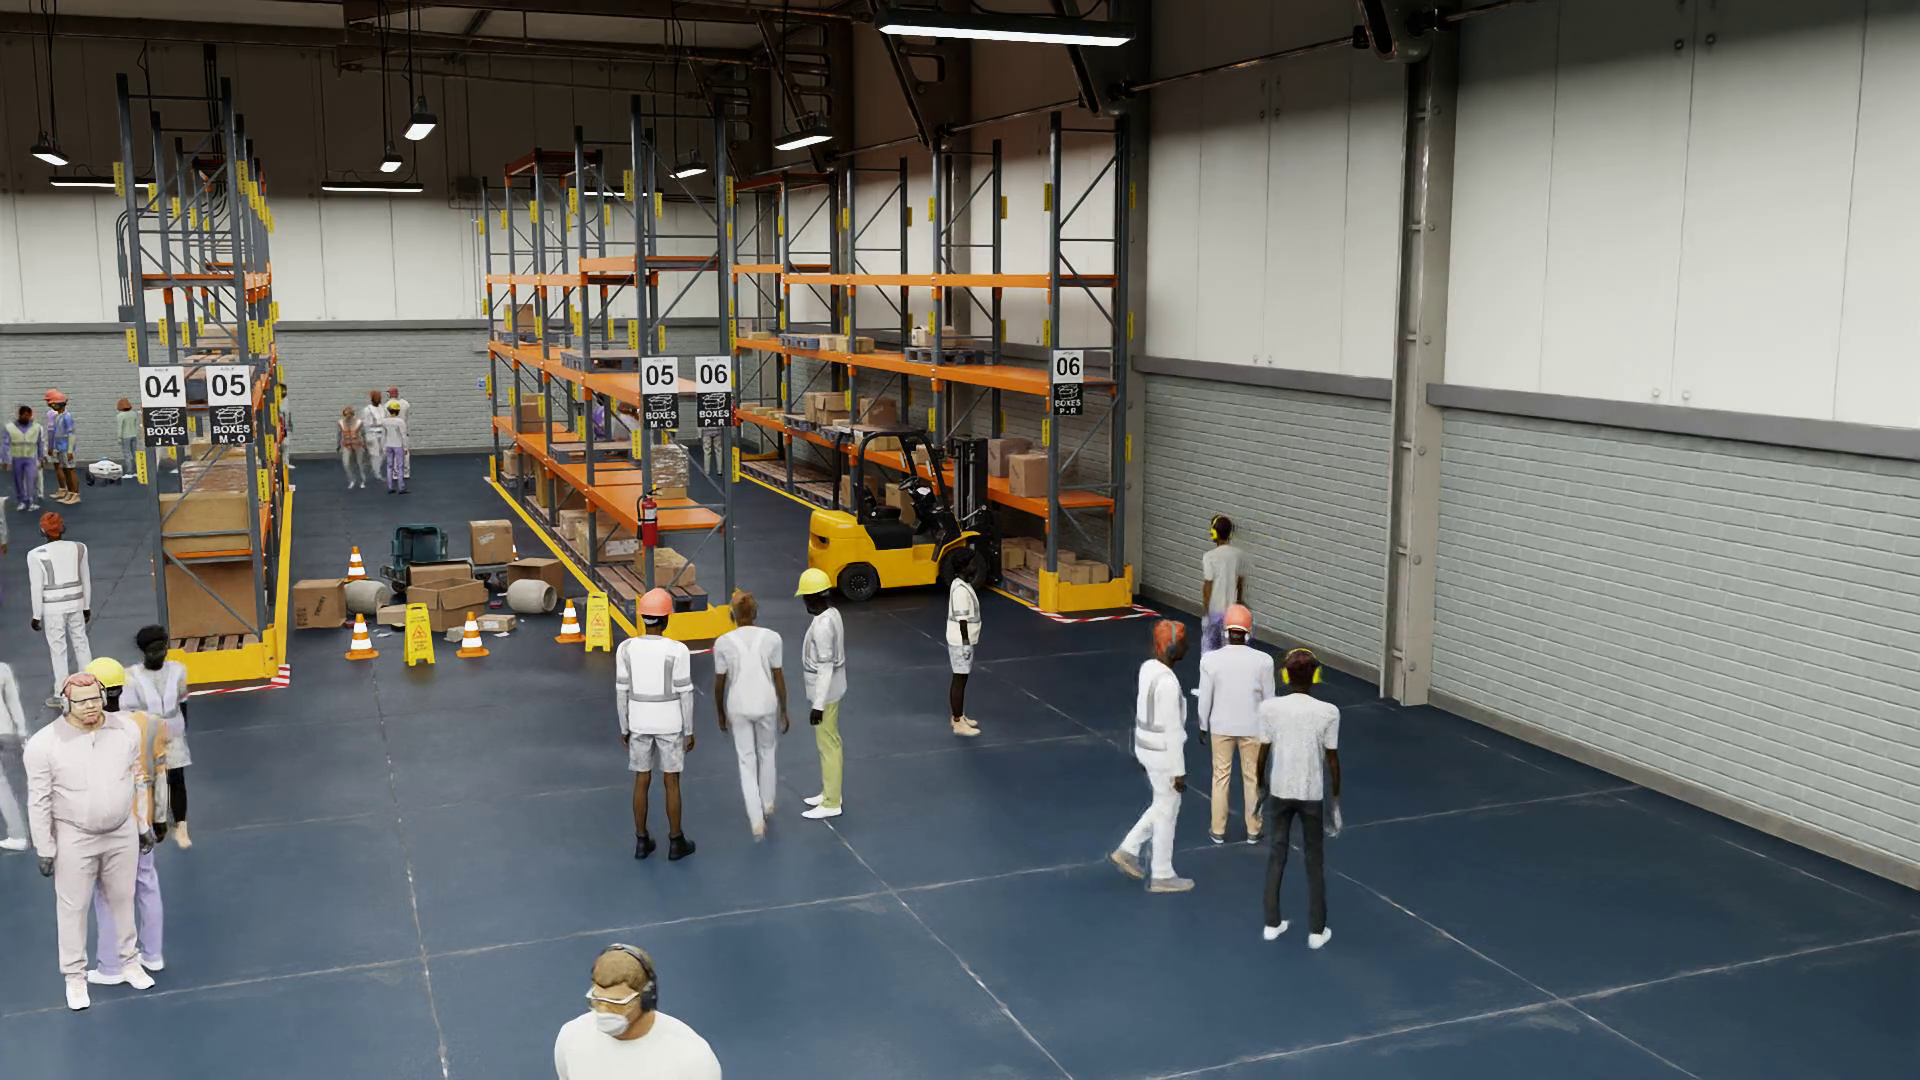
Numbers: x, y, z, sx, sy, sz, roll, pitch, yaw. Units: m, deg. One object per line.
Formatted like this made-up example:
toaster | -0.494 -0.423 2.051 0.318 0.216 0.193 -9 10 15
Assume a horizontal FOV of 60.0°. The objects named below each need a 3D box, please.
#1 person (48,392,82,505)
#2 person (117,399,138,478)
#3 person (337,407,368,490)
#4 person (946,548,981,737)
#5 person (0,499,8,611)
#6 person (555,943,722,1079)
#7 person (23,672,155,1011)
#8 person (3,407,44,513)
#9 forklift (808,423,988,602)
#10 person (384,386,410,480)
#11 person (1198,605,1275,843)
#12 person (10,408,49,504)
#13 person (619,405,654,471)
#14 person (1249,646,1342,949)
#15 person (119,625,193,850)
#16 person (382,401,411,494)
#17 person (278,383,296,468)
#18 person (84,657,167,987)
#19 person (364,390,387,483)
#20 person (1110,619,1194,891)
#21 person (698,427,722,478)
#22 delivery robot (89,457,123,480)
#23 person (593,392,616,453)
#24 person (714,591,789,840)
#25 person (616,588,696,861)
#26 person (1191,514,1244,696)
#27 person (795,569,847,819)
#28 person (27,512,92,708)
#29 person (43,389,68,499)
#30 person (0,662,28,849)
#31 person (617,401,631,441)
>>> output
person | -16.162 -1.644 29.985 0.394 2.041 0.612 -9 13 -44
person | -17.005 -2.070 33.981 0.287 1.628 0.513 3 9 18
person | -11.749 -1.774 32.141 0.628 1.606 0.650 -1 9 -5
person | 0.033 0.910 14.997 0.318 1.697 0.535 0 9 -3
person | -12.048 0.030 20.437 0.573 1.731 0.583 -2 9 -11
person | -1.093 2.278 5.656 0.628 1.933 0.368 4 10 22
person | -4.919 1.684 9.466 0.409 1.906 0.651 8 12 40
person | -16.432 -1.415 29.169 0.652 1.845 1.015 -7 11 -36
forklift | -0.830 -0.399 21.676 2.313 2.155 1.214 -4 10 -21
person | -11.437 -2.163 33.702 0.405 1.903 0.636 5 10 29
person | 2.011 1.339 12.116 0.562 1.753 0.327 1 9 7
person | -16.912 -1.525 30.222 0.327 1.732 0.609 9 12 43
person | -5.625 -1.509 29.146 0.685 2.000 0.782 -6 11 -31
person | 2.076 1.579 10.263 0.562 1.865 0.327 3 10 21
person | -5.850 1.397 12.009 0.609 1.662 0.544 8 12 40
person | -10.703 -1.753 31.548 0.528 1.768 0.313 3 10 19
person | -14.456 -2.429 35.542 0.431 1.849 0.642 2 9 15
person | -4.937 1.637 9.731 0.391 1.923 0.589 6 11 34
person | -11.587 -2.052 33.097 0.411 1.870 0.585 4 10 23
person | 1.329 1.444 11.080 0.448 1.869 0.591 -1 9 -6
person | -5.079 -2.179 34.001 0.590 1.837 0.403 -4 10 -21
delivery robot | -16.809 -1.384 32.727 0.707 0.478 0.477 6 11 34
person | -7.150 -2.085 33.438 0.430 1.835 0.628 -9 13 -44
person | -1.563 1.266 12.414 0.532 1.804 0.885 -2 9 -12
person | -2.142 1.300 11.787 0.550 1.935 0.375 2 9 10
person | 2.550 0.674 16.025 0.526 1.847 0.785 -5 10 -30
person | -1.060 1.166 12.694 0.381 1.918 0.584 0 9 1
person | -8.613 0.666 15.943 0.362 1.886 0.575 6 11 33
person | -16.782 -1.783 30.914 0.396 2.036 0.600 0 9 -2
person | -7.083 1.431 12.037 0.814 1.577 0.499 4 10 22
person | -6.737 -1.992 33.465 0.270 1.631 0.508 -2 9 -10
